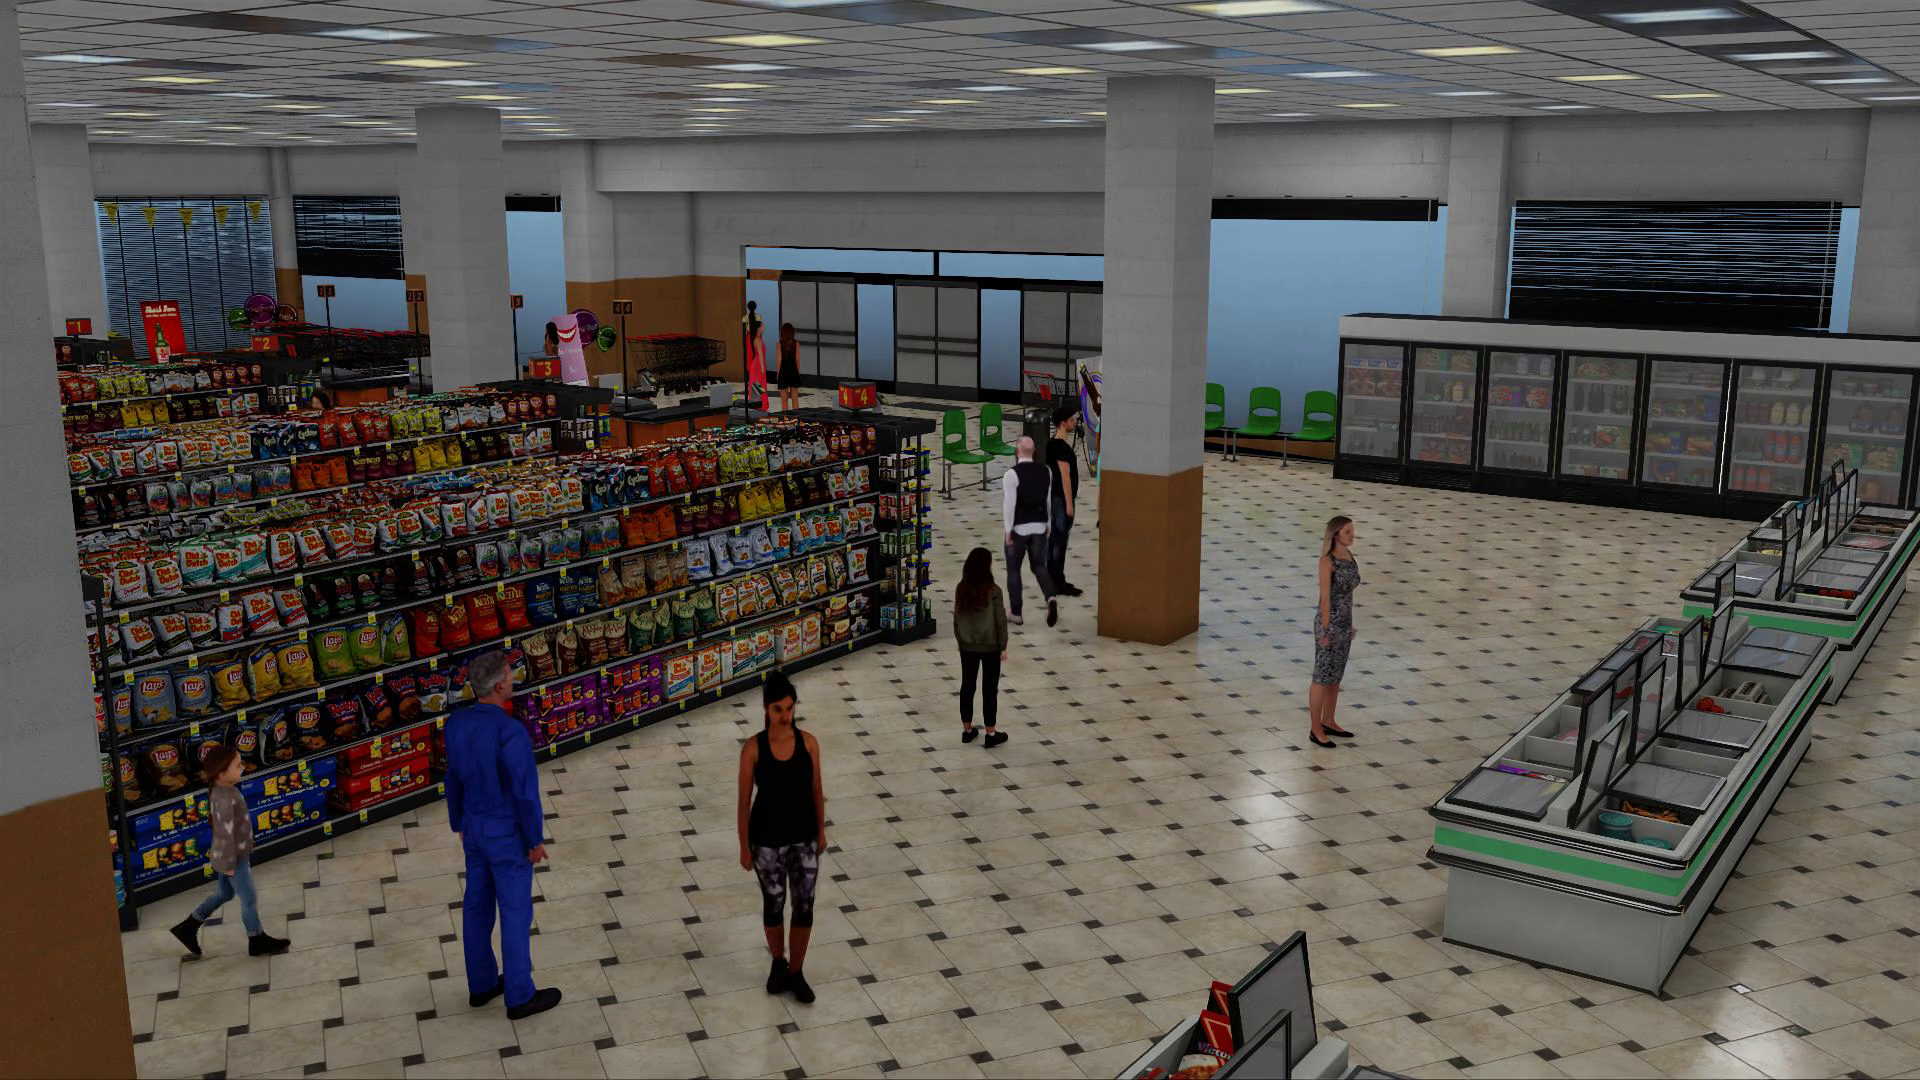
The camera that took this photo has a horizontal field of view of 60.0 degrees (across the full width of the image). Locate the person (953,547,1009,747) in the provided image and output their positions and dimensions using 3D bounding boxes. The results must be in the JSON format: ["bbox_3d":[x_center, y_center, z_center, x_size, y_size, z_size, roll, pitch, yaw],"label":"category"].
[{"bbox_3d":[0.149,0.778,12.257,0.604,1.476,0.541,6,13,27],"label":"person"}]

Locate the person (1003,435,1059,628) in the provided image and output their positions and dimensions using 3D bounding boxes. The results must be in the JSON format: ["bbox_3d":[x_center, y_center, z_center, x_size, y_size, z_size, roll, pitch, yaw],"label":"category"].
[{"bbox_3d":[0.675,-0.043,15.370,1.131,1.800,1.065,-6,13,-27],"label":"person"}]

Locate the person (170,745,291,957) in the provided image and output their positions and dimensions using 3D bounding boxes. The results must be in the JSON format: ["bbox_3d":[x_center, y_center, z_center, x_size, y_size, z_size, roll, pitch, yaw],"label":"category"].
[{"bbox_3d":[-3.908,1.658,8.793,0.871,1.183,0.735,-5,13,-22],"label":"person"}]

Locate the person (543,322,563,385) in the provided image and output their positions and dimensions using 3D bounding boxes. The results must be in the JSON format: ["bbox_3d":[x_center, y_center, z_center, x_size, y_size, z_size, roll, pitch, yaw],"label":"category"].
[{"bbox_3d":[-7.534,-3.217,30.819,0.785,1.645,0.642,2,12,7],"label":"person"}]

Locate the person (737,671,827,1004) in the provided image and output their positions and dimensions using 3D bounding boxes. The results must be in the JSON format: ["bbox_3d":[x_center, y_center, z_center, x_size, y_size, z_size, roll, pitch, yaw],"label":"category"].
[{"bbox_3d":[-0.906,1.479,8.476,0.758,1.662,0.829,-4,12,-17],"label":"person"}]

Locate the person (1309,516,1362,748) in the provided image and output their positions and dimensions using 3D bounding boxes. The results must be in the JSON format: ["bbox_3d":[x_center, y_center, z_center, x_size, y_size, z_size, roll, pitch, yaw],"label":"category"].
[{"bbox_3d":[2.753,0.653,12.298,0.641,1.705,0.458,10,16,40],"label":"person"}]

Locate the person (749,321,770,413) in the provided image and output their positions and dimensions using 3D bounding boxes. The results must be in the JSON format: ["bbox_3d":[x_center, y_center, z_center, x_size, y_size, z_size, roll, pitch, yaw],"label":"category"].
[{"bbox_3d":[-3.642,-3.103,30.081,0.748,1.726,0.715,-4,13,-19],"label":"person"}]

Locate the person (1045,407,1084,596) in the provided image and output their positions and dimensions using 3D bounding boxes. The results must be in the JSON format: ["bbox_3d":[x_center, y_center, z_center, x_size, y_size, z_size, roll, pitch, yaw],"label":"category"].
[{"bbox_3d":[1.021,-0.406,16.860,0.806,1.896,0.751,-2,12,-11],"label":"person"}]

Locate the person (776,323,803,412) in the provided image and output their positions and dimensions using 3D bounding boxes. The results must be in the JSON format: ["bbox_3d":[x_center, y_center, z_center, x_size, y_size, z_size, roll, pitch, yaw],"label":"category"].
[{"bbox_3d":[-2.911,-2.765,28.212,0.625,1.835,0.722,-5,13,-22],"label":"person"}]

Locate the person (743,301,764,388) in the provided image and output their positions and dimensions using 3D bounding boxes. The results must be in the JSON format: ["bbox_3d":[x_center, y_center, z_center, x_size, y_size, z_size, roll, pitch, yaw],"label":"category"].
[{"bbox_3d":[-4.295,-4.076,34.541,0.633,1.793,0.738,-5,13,-23],"label":"person"}]

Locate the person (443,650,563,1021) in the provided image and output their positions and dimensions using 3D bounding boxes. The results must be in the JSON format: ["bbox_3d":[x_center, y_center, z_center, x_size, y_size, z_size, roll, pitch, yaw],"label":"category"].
[{"bbox_3d":[-2.299,1.446,8.226,0.713,1.829,0.534,8,14,33],"label":"person"}]
